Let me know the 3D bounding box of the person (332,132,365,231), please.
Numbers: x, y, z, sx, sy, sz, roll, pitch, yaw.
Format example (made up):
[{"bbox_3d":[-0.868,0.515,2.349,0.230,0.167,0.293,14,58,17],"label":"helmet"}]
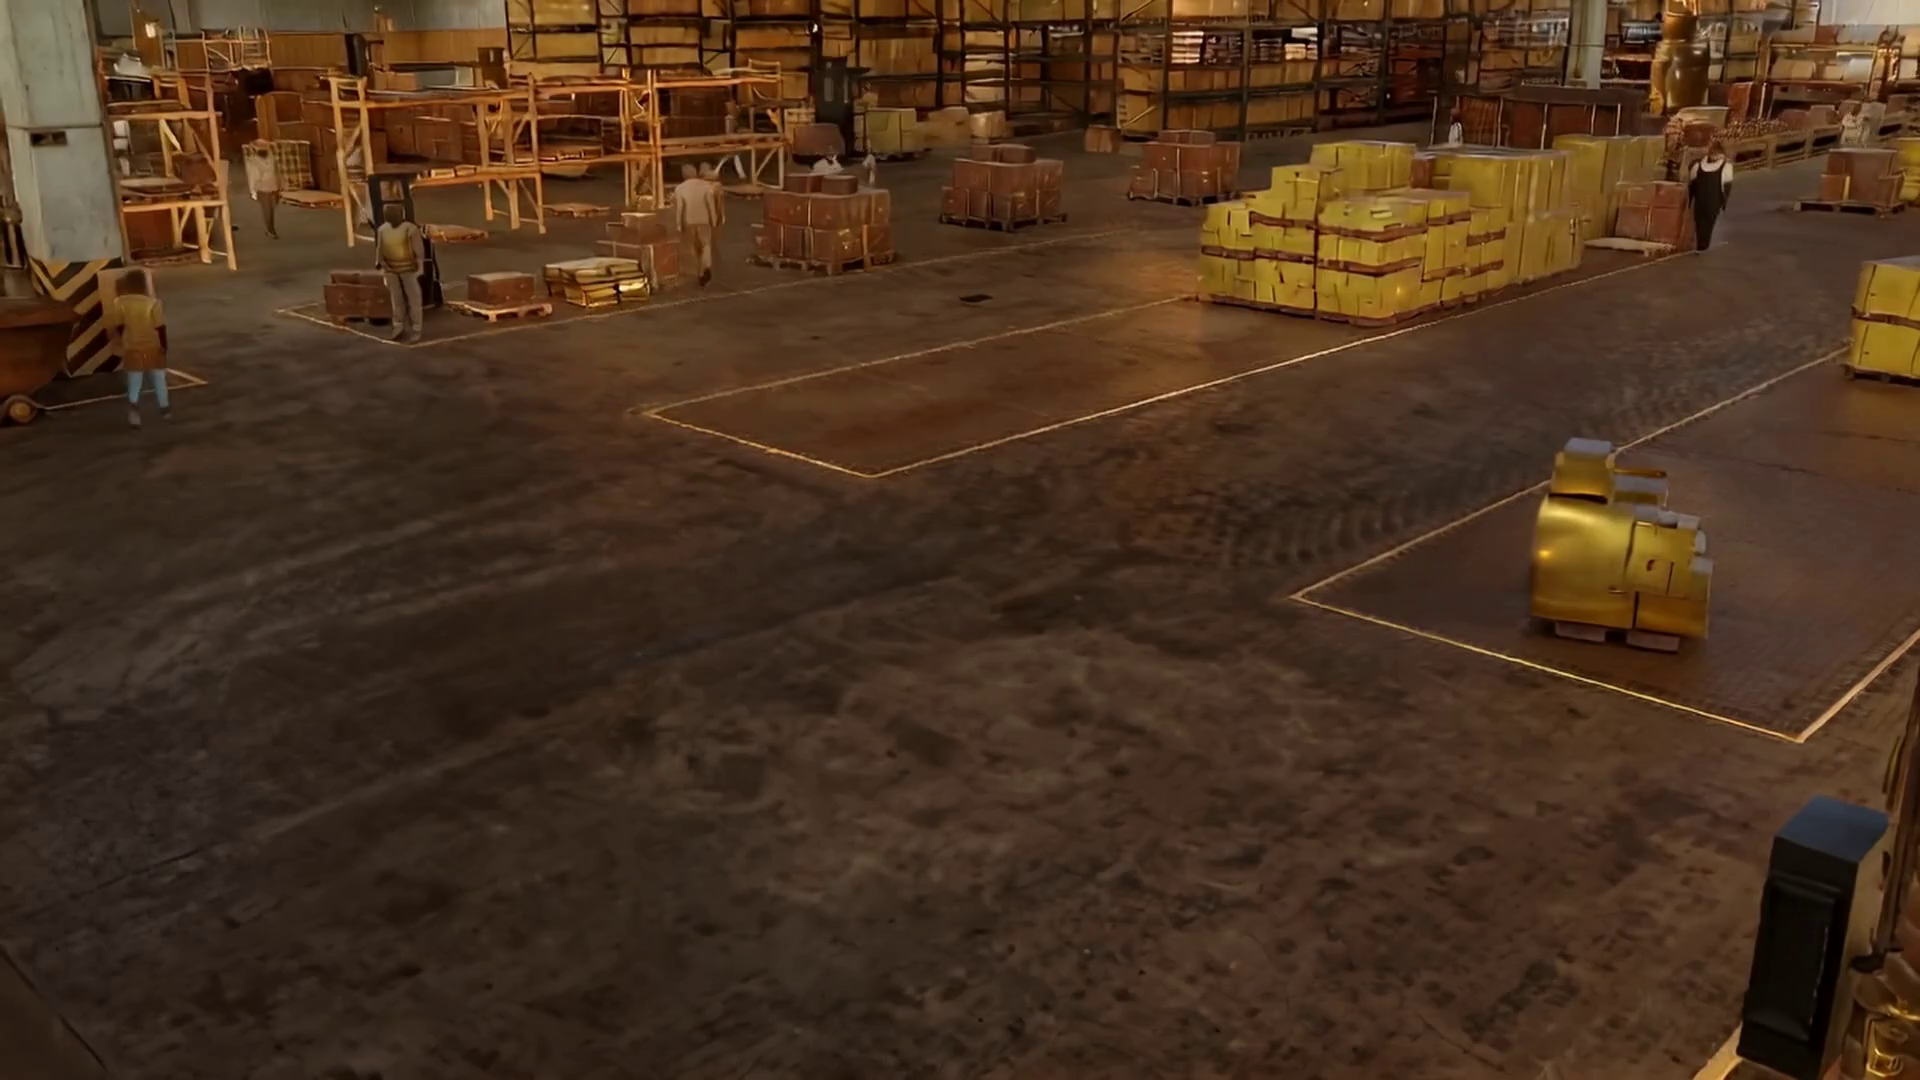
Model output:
[{"bbox_3d":[-11.917,-7.002,32.462,0.616,1.861,0.990,0,18,1],"label":"person"}]

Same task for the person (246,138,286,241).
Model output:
[{"bbox_3d":[-13.079,-6.616,31.295,0.586,1.879,0.968,-16,24,-39],"label":"person"}]

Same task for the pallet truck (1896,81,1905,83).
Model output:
[{"bbox_3d":[34.802,-16.331,61.455,0.653,1.274,1.630,17,25,41],"label":"pallet truck"}]

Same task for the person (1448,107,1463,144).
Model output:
[{"bbox_3d":[11.340,-8.948,38.215,0.354,1.939,0.544,6,19,18],"label":"person"}]

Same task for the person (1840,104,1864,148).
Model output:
[{"bbox_3d":[23.341,-10.568,43.544,0.886,1.655,0.540,-17,25,-41],"label":"person"}]

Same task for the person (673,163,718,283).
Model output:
[{"bbox_3d":[-4.196,-5.023,26.435,0.689,1.905,0.462,-6,19,-19],"label":"person"}]

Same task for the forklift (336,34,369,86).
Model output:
[{"bbox_3d":[-23.499,-18.286,64.874,1.129,2.768,1.873,17,25,41],"label":"forklift"}]

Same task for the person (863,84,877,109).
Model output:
[{"bbox_3d":[-2.657,-12.748,49.858,0.527,1.823,0.990,-10,21,-28],"label":"person"}]

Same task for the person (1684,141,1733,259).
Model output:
[{"bbox_3d":[12.970,-5.943,28.999,0.698,2.000,0.942,17,25,41],"label":"person"}]

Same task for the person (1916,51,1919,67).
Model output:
[{"bbox_3d":[47.508,-23.543,82.359,0.660,1.827,0.639,6,19,16],"label":"person"}]

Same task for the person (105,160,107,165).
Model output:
[{"bbox_3d":[-19.426,-8.501,37.104,0.956,1.796,0.580,13,23,35],"label":"person"}]

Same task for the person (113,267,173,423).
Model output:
[{"bbox_3d":[-8.851,-2.097,17.984,0.533,1.669,0.704,-3,19,-9],"label":"person"}]

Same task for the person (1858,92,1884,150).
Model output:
[{"bbox_3d":[25.334,-11.567,46.330,0.919,1.780,0.607,-17,25,-42],"label":"person"}]

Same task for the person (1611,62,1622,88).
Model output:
[{"bbox_3d":[24.325,-16.808,61.932,0.738,1.919,0.633,-10,21,-28],"label":"person"}]

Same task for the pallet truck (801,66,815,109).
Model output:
[{"bbox_3d":[-4.812,-15.182,56.903,0.823,1.965,1.885,-9,21,-26],"label":"pallet truck"}]

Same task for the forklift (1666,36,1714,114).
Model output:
[{"bbox_3d":[27.341,-17.291,61.877,1.129,2.768,1.873,17,25,41],"label":"forklift"}]

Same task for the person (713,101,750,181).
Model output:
[{"bbox_3d":[-5.665,-9.738,40.612,0.918,1.942,0.609,-10,21,-28],"label":"person"}]

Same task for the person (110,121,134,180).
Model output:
[{"bbox_3d":[-19.934,-9.373,39.564,0.912,1.905,0.548,14,23,36],"label":"person"}]

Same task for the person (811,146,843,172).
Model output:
[{"bbox_3d":[-2.416,-6.139,29.901,0.634,1.852,1.107,-17,25,-42],"label":"person"}]

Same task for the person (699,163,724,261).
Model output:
[{"bbox_3d":[-4.289,-5.559,28.382,0.511,1.691,0.919,-3,19,-9],"label":"person"}]

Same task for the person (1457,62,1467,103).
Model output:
[{"bbox_3d":[20.725,-18.870,68.590,0.379,1.617,0.531,-7,20,-21],"label":"person"}]

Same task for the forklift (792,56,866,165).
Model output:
[{"bbox_3d":[-3.484,-11.404,44.139,1.129,2.768,1.873,17,25,41],"label":"forklift"}]

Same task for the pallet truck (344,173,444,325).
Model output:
[{"bbox_3d":[-8.209,-4.181,23.757,0.823,1.965,1.885,3,19,9],"label":"pallet truck"}]

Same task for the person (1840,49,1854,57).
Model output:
[{"bbox_3d":[40.833,-21.754,76.725,0.646,1.980,0.434,5,19,14],"label":"person"}]

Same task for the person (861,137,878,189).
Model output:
[{"bbox_3d":[-1.714,-6.658,31.434,0.332,1.865,0.520,-2,18,-7],"label":"person"}]

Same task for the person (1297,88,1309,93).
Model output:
[{"bbox_3d":[12.652,-16.532,61.464,0.539,1.674,0.552,4,19,11],"label":"person"}]

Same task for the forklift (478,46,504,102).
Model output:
[{"bbox_3d":[-14.397,-13.832,51.456,1.129,2.768,1.873,17,25,41],"label":"forklift"}]

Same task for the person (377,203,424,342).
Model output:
[{"bbox_3d":[-7.442,-3.554,22.116,0.631,1.839,0.428,4,19,13],"label":"person"}]
